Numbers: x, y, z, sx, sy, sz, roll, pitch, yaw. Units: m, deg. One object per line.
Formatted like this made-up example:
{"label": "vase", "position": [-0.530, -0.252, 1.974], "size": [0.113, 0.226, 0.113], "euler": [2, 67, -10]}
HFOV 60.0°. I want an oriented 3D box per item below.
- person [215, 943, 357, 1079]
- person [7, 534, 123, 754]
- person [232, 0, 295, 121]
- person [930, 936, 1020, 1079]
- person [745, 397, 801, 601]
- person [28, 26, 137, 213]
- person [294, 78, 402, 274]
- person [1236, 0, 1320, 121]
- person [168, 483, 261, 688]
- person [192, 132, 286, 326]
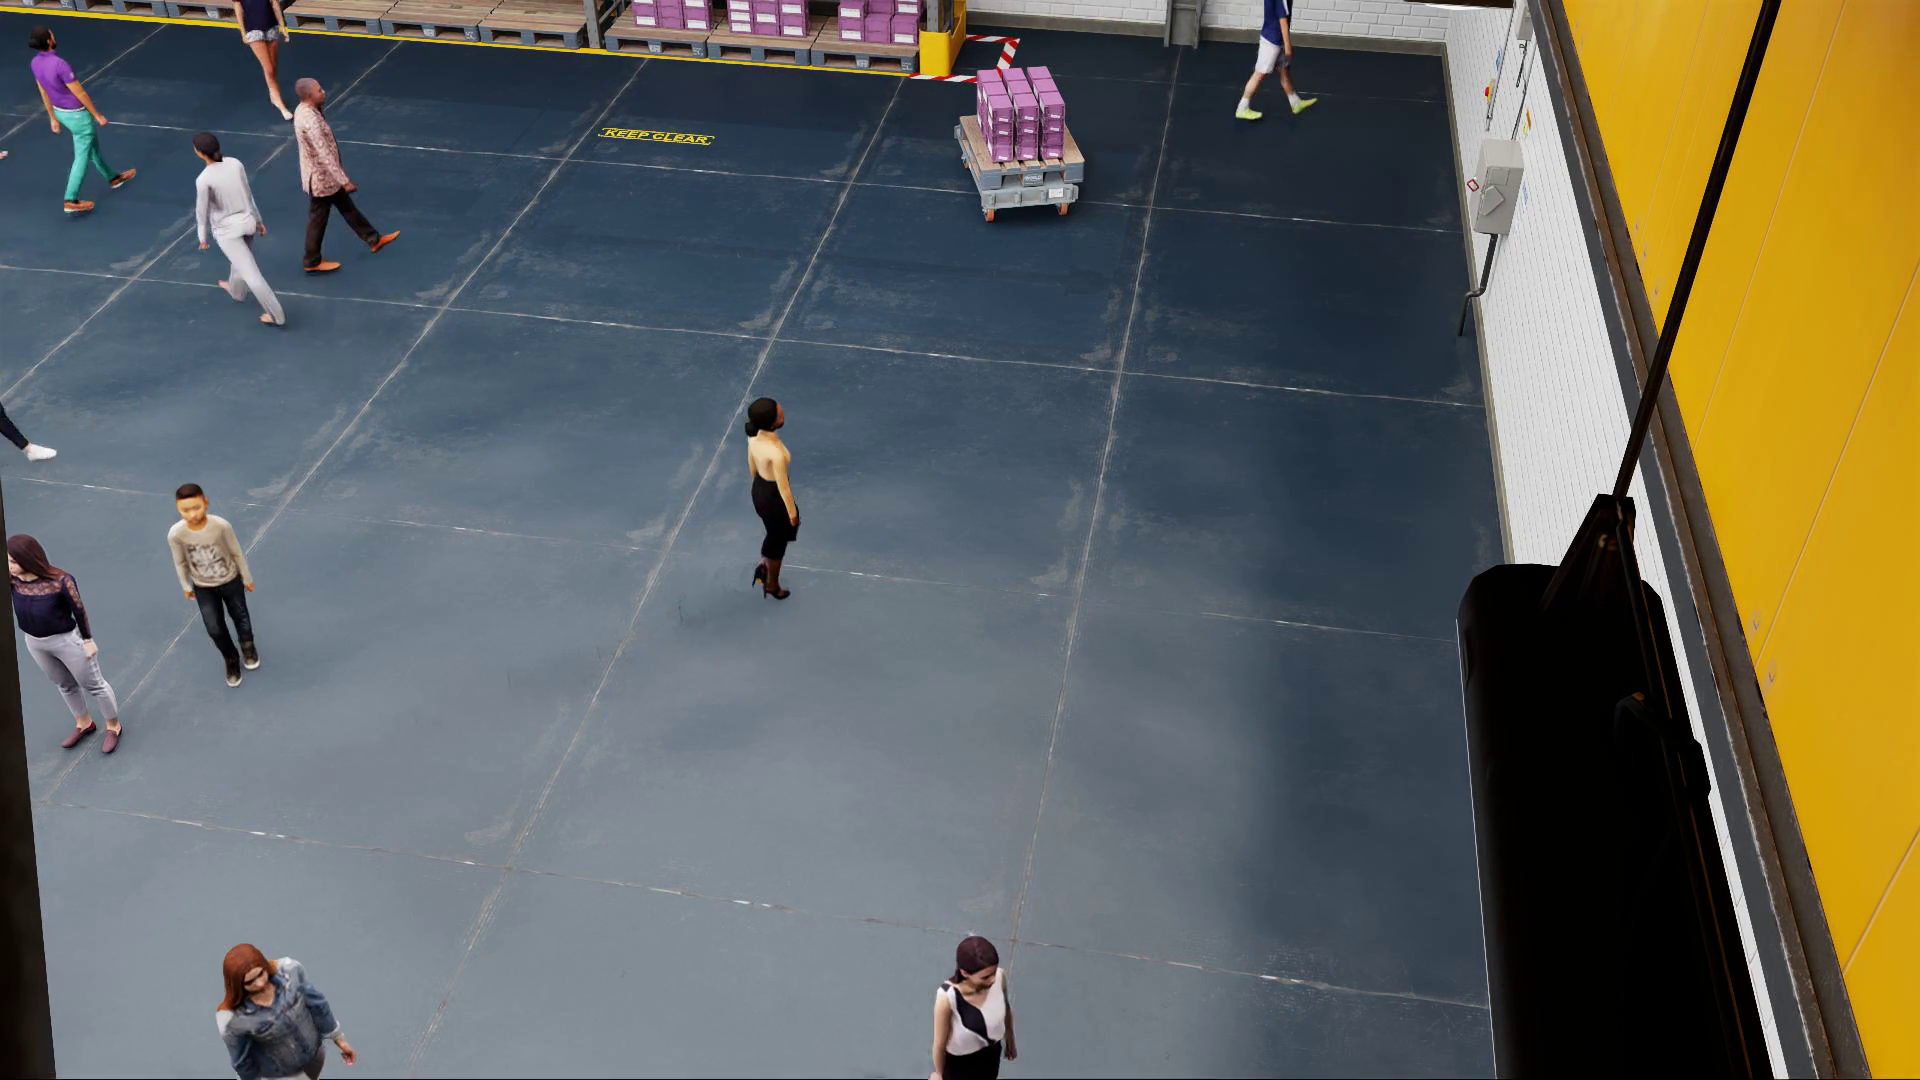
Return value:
{"label": "person", "position": [-3.194, 2.396, 7.822], "size": [1.163, 1.670, 0.863], "euler": [19, 43, 23]}
{"label": "person", "position": [-5.465, 0.632, 10.080], "size": [0.457, 1.608, 0.653], "euler": [6, 39, 7]}
{"label": "person", "position": [-7.369, -5.363, 17.484], "size": [0.864, 1.737, 0.981], "euler": [-32, 48, -33]}
{"label": "person", "position": [0.001, 2.392, 7.851], "size": [0.673, 1.640, 0.717], "euler": [-28, 46, -30]}
{"label": "person", "position": [-1.330, -0.230, 11.130], "size": [0.808, 1.646, 0.750], "euler": [-21, 43, -25]}
{"label": "person", "position": [-8.425, -3.944, 15.710], "size": [1.181, 1.734, 0.979], "euler": [20, 43, 23]}
{"label": "person", "position": [-5.741, -3.174, 14.722], "size": [1.244, 1.764, 1.057], "euler": [-13, 40, -16]}
{"label": "person", "position": [3.165, -5.188, 17.219], "size": [1.127, 1.794, 0.746], "euler": [2, 39, 2]}
{"label": "person", "position": [-4.799, 0.214, 10.725], "size": [0.703, 1.457, 0.768], "euler": [-17, 42, -20]}
{"label": "person", "position": [-6.057, -2.589, 14.048], "size": [1.178, 1.691, 0.888], "euler": [18, 42, 21]}
